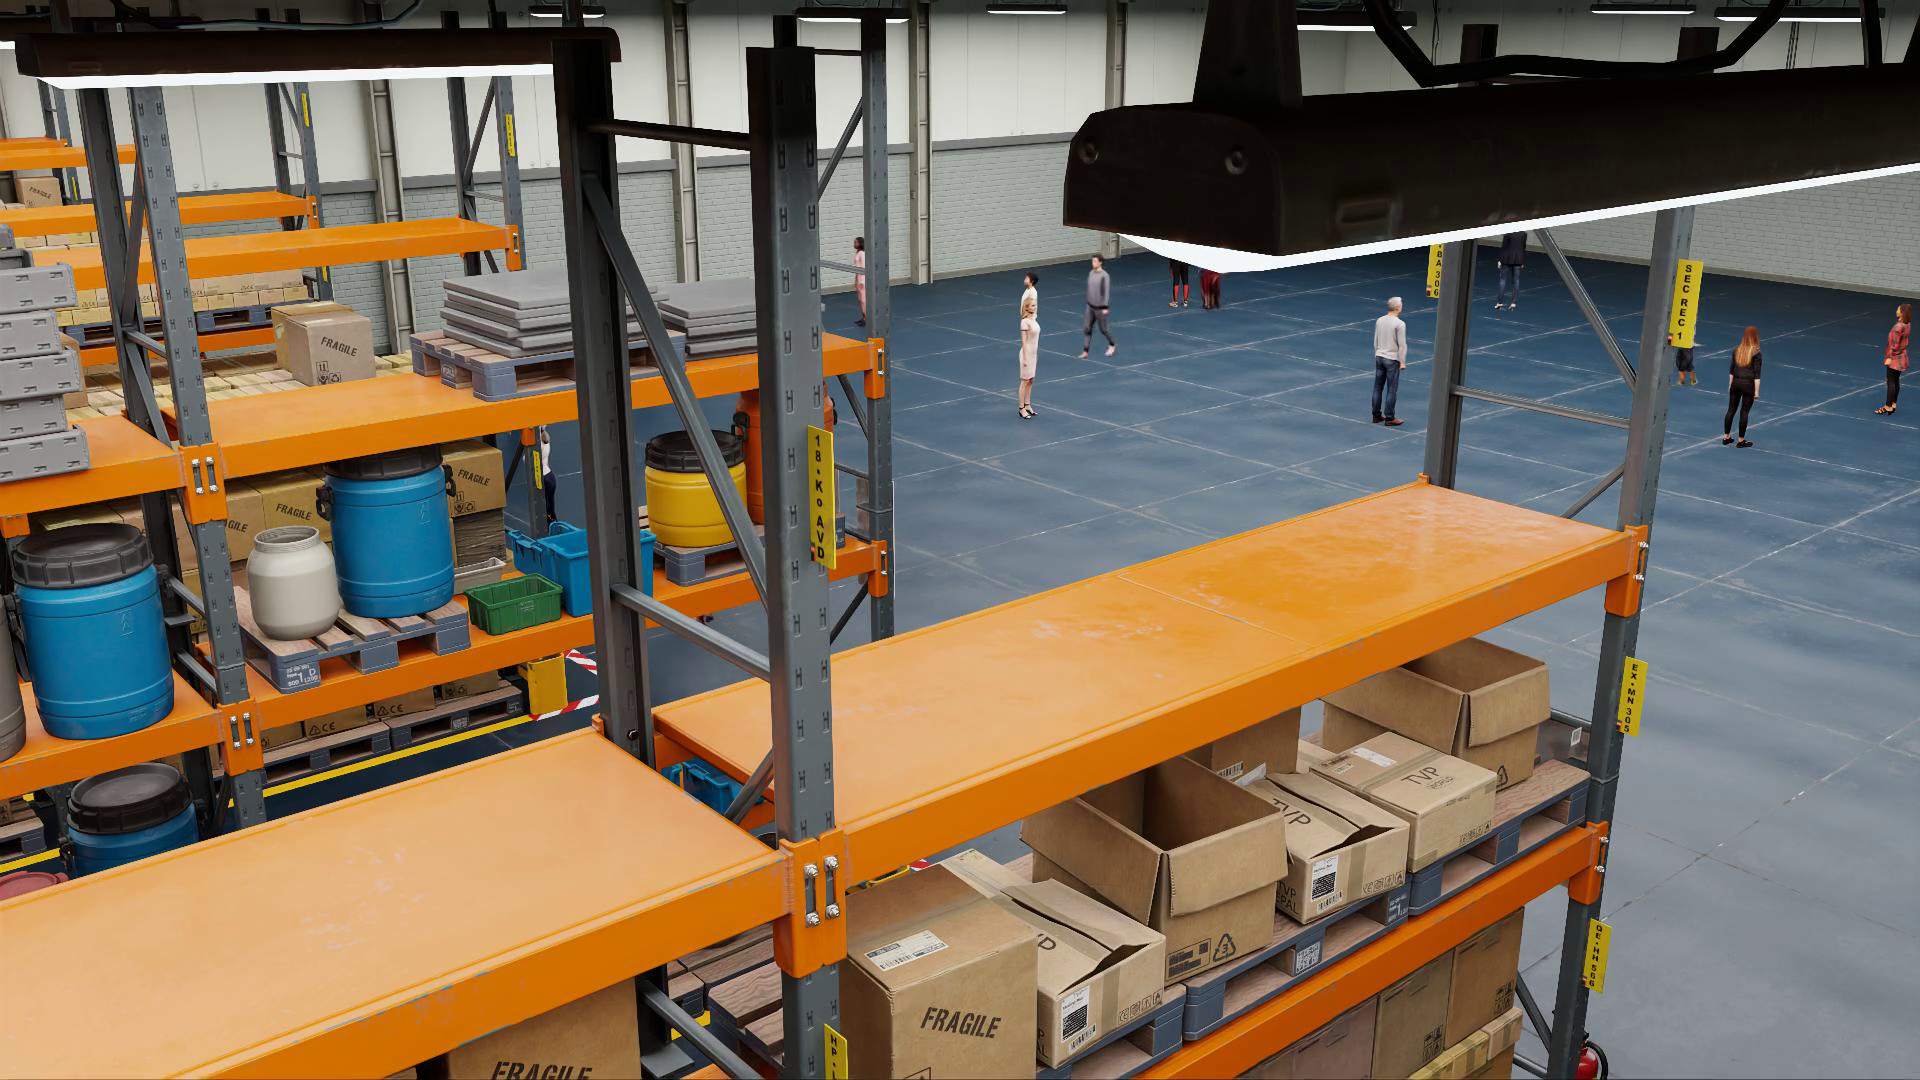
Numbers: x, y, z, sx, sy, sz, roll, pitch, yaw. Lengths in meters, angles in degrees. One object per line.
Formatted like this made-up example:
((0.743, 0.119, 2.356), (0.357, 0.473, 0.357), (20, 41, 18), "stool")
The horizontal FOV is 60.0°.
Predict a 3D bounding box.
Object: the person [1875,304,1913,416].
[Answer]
((14.318, -2.773, 25.437), (0.688, 1.704, 0.513), (17, 24, 41), "person")

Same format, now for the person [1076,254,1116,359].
((2.491, -4.135, 29.434), (1.117, 1.819, 0.710), (-16, 24, -39), "person")

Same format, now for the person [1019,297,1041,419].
((1.030, -2.775, 25.242), (0.697, 1.830, 0.557), (9, 20, 27), "person")

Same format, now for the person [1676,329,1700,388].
((12.003, -3.285, 27.440), (0.636, 1.438, 0.604), (16, 24, 41), "person")

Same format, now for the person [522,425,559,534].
((-4.684, -0.574, 18.689), (0.745, 1.701, 0.674), (2, 18, 8), "person")

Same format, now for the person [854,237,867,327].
((-1.904, -5.039, 32.374), (0.639, 1.718, 0.669), (-6, 19, -17), "person")

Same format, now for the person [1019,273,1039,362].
((1.208, -3.872, 28.999), (0.645, 1.588, 0.662), (-4, 19, -13), "person")

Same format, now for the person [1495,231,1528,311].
((10.152, -5.139, 30.713), (0.817, 1.783, 0.794), (0, 18, 1), "person")

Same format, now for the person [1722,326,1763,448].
((11.114, -2.185, 23.618), (0.553, 1.713, 0.623), (-11, 21, -31), "person")

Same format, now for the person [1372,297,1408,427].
((6.396, -2.674, 24.801), (0.652, 1.911, 0.750), (-12, 21, -32), "person")
